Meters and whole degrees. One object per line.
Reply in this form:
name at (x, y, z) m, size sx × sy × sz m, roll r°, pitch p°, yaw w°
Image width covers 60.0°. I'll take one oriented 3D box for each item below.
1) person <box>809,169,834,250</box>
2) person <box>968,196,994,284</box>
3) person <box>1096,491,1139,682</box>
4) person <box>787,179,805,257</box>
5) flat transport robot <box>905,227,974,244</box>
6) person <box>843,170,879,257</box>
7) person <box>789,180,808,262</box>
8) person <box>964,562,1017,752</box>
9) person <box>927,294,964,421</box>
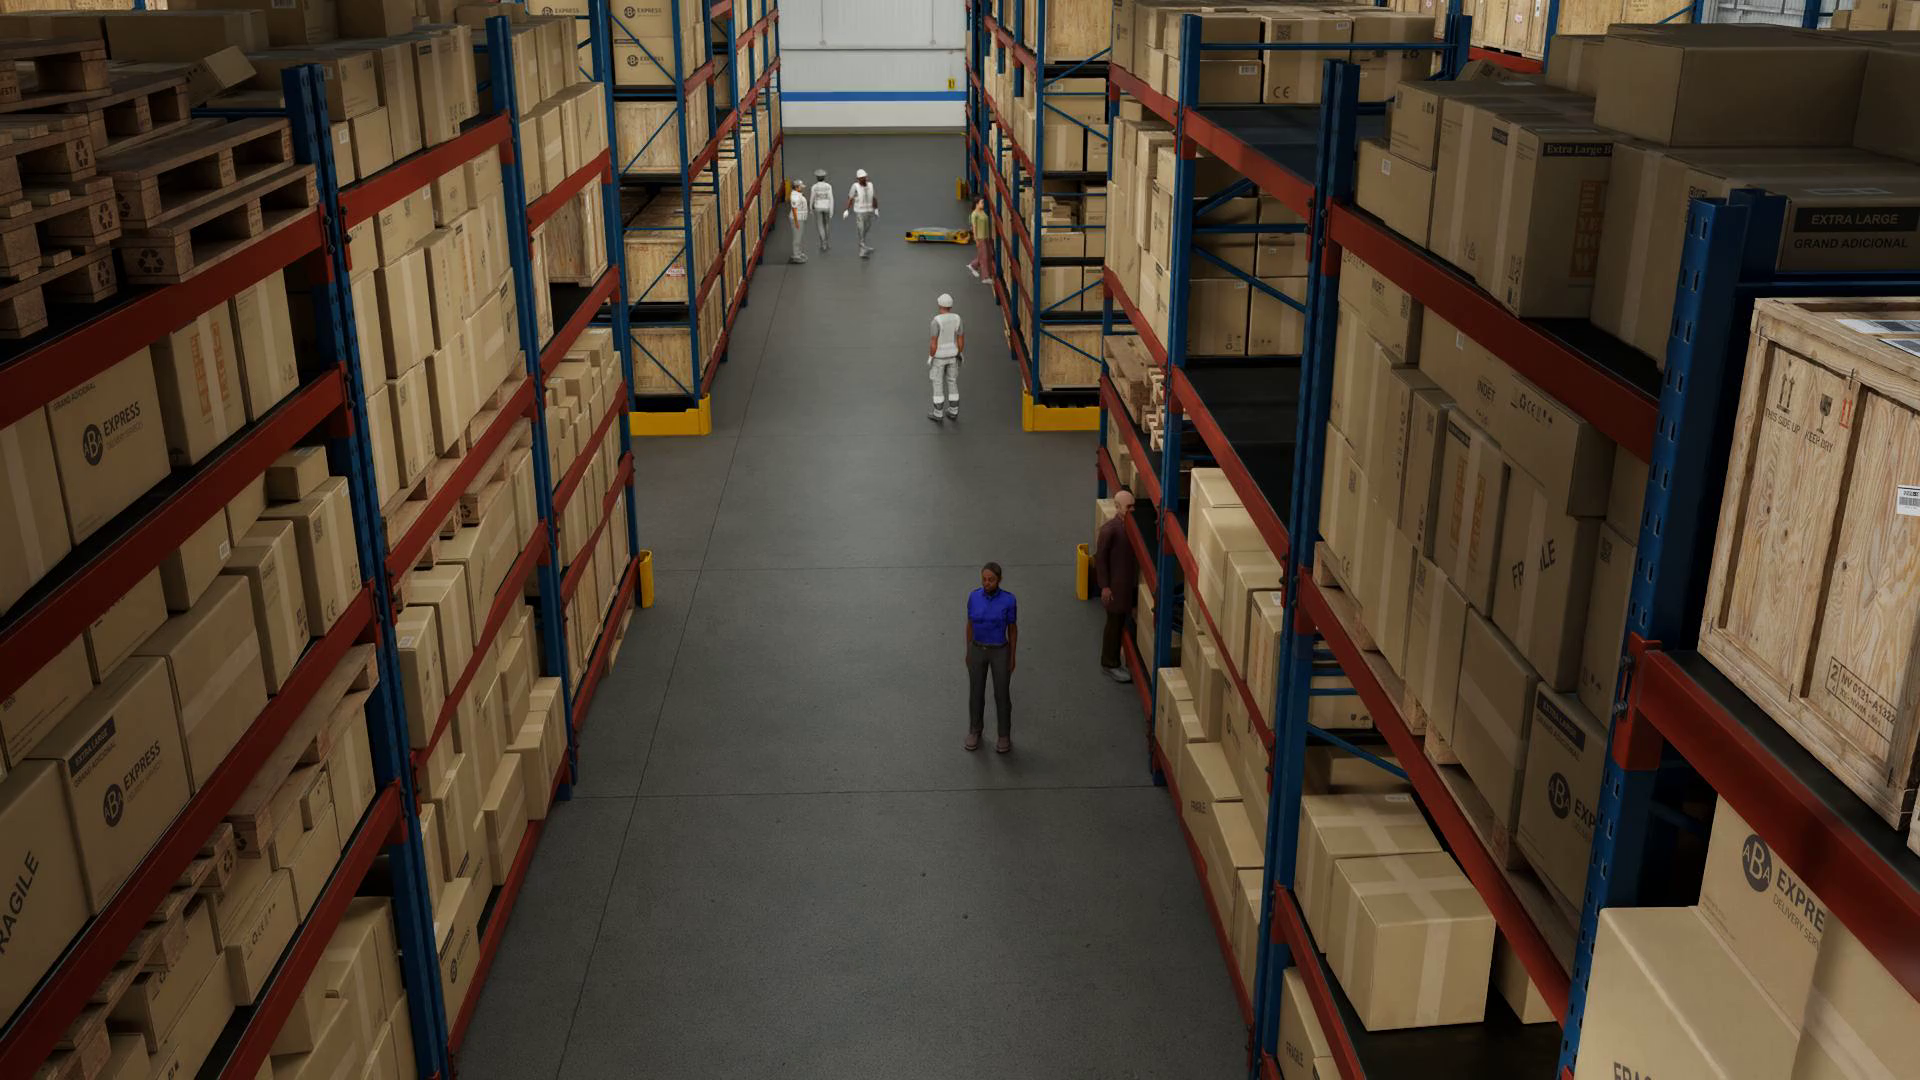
person at (-2.983, -7.087, 35.569) m, size 0.497 × 1.662 × 0.860 m, roll -7°, pitch 21°, yaw -17°
person at (0.439, -5.837, 32.260) m, size 0.726 × 1.655 × 0.454 m, roll 11°, pitch 23°, yaw 26°
person at (1.590, 0.420, 15.342) m, size 0.491 × 1.781 × 0.576 m, roll 19°, pitch 28°, yaw 41°
person at (-3.409, -6.703, 34.646) m, size 0.319 × 1.598 × 0.431 m, roll 6°, pitch 21°, yaw 15°
flat transport robot at (-0.440, -6.700, 36.676) m, size 1.431 × 0.255 × 0.659 m, roll 6°, pitch 21°, yaw 16°
person at (-2.073, -6.864, 34.855) m, size 0.781 × 1.779 × 0.628 m, roll -13°, pitch 24°, yaw -31°
person at (-3.321, -6.575, 34.207) m, size 0.390 × 1.666 × 0.499 m, roll 1°, pitch 20°, yaw 2°
person at (0.253, 0.978, 14.027) m, size 0.439 × 1.659 × 0.340 m, roll 4°, pitch 21°, yaw 11°
person at (-0.225, -2.582, 23.376) m, size 0.540 × 1.795 × 0.377 m, roll -12°, pitch 23°, yaw -28°
